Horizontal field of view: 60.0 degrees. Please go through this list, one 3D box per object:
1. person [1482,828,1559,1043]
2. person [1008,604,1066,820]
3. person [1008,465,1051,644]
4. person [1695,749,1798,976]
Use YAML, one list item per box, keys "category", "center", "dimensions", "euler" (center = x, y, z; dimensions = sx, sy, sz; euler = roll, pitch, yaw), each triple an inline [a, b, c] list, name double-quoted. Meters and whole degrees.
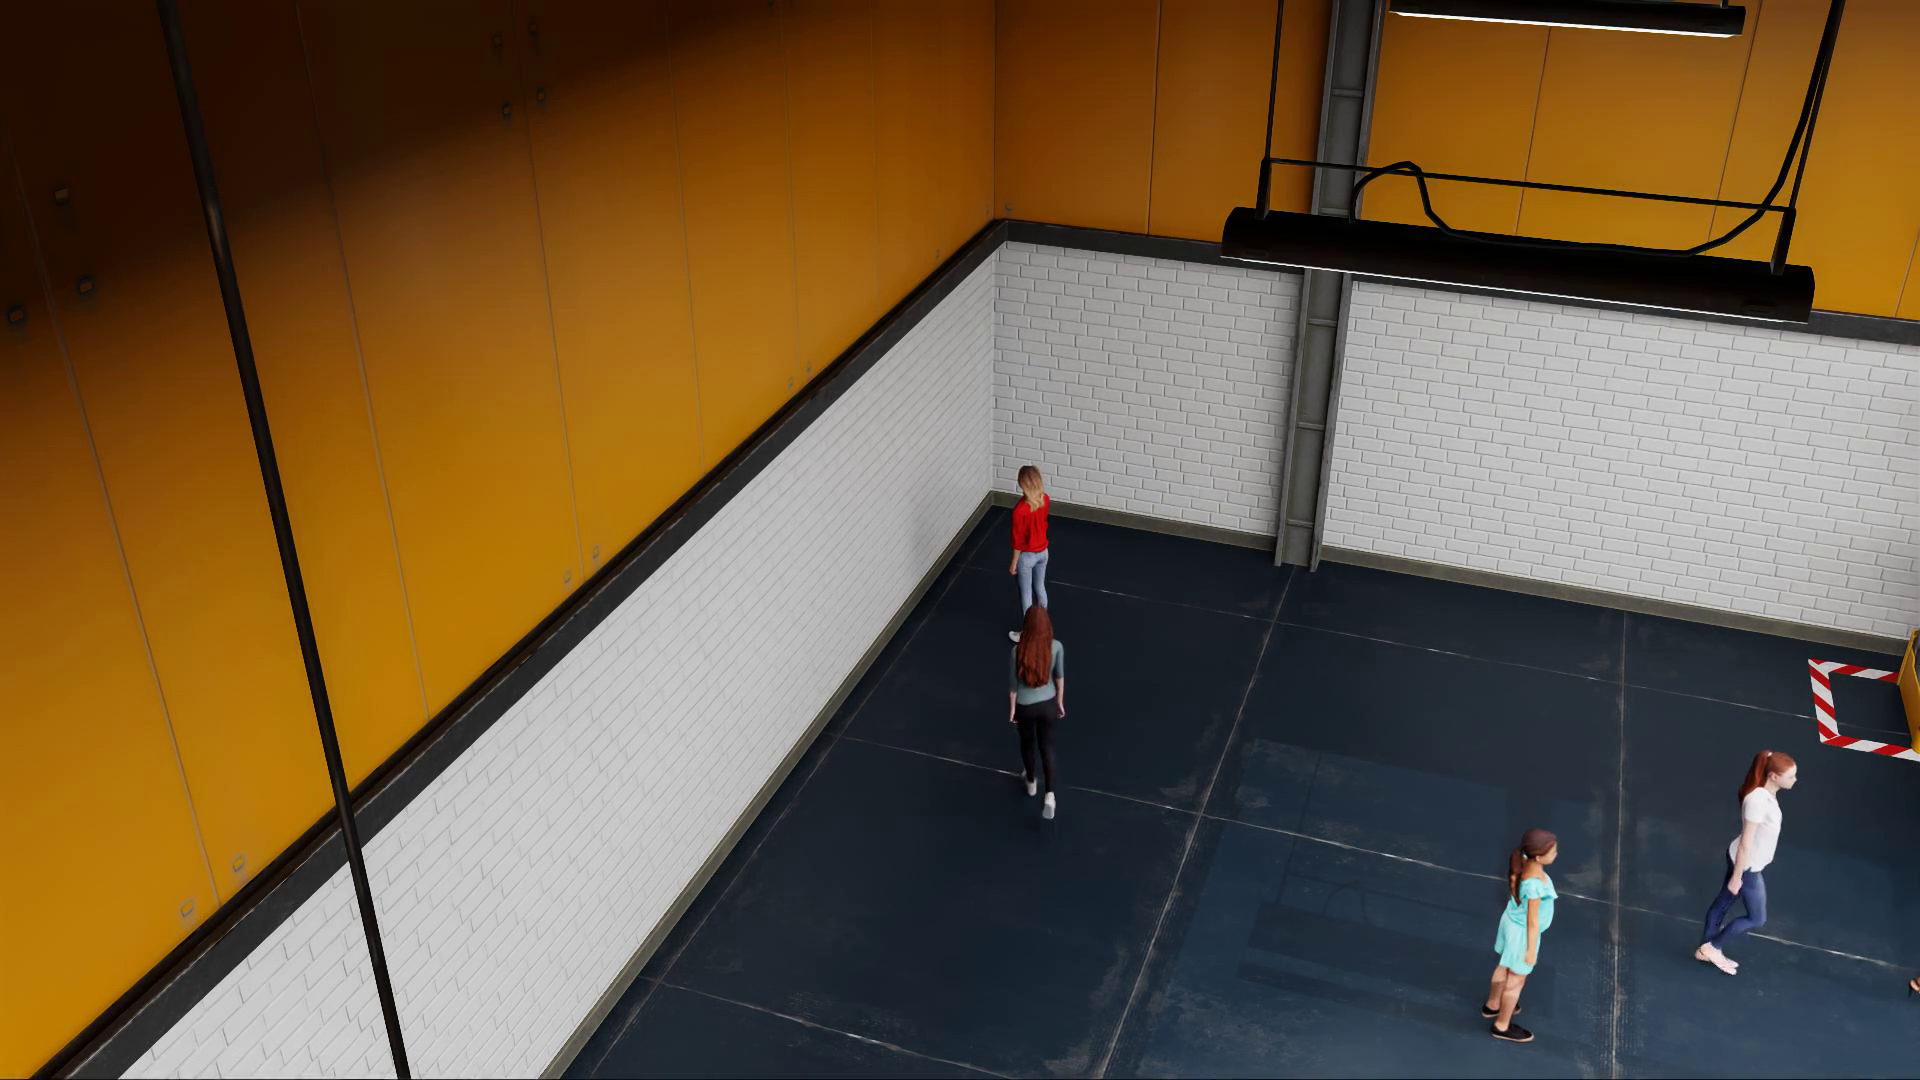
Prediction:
- category: "person"
  center: [3.513, 2.441, 10.402]
  dimensions: [0.615, 1.557, 0.610]
  euler: [1, 29, 2]
- category: "person"
  center: [0.578, 1.293, 12.333]
  dimensions: [1.034, 1.725, 0.958]
  euler: [-5, 29, -9]
- category: "person"
  center: [0.613, 0.130, 14.486]
  dimensions: [0.642, 1.704, 0.681]
  euler: [24, 37, 37]
- category: "person"
  center: [5.034, 2.089, 10.869]
  dimensions: [0.591, 1.730, 0.612]
  euler: [13, 31, 23]
